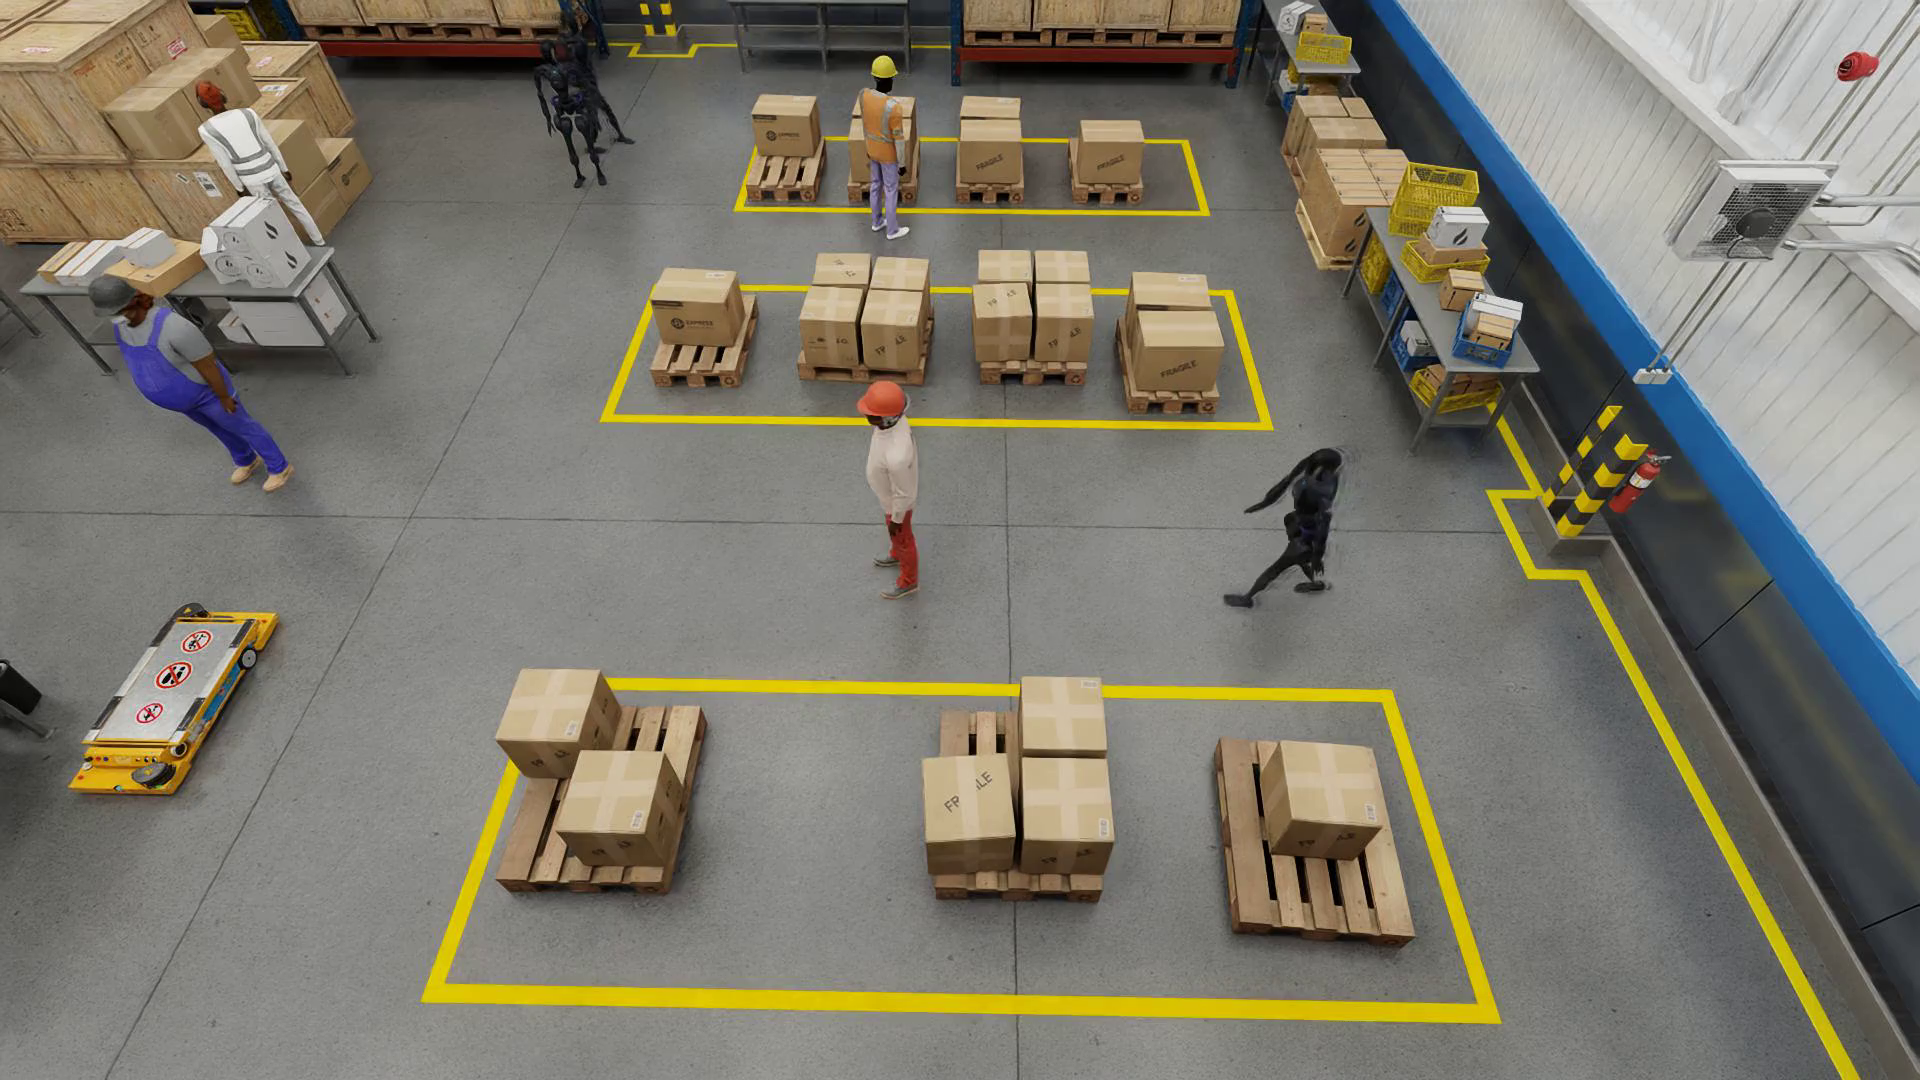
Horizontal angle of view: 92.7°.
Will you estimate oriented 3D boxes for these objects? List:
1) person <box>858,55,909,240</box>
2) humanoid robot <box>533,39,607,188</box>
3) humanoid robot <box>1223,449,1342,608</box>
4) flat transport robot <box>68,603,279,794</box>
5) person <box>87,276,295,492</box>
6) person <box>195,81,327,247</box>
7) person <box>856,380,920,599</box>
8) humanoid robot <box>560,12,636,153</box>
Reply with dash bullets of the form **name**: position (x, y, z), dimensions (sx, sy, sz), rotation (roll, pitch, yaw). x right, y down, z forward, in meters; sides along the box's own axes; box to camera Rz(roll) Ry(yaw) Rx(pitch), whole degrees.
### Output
- **person**: position (-0.795, -4.167, 9.816), dimensions (0.579, 1.919, 0.394), rotation (32, 57, 24)
- **humanoid robot**: position (-4.496, -4.903, 10.585), dimensions (0.609, 1.656, 0.315), rotation (-9, 50, -8)
- **humanoid robot**: position (2.462, -0.074, 6.545), dimensions (0.812, 1.628, 0.552), rotation (1, 50, 1)
- **flat transport robot**: position (-5.504, 1.072, 6.442), dimensions (0.652, 0.197, 1.431), rotation (1, 50, 1)
- **person**: position (-6.078, -1.196, 7.220), dimensions (0.679, 2.000, 0.536), rotation (12, 51, 10)
- **person**: position (-7.257, -3.773, 9.504), dimensions (0.360, 1.879, 0.573), rotation (29, 56, 22)
- **person**: position (-0.485, -0.339, 6.525), dimensions (0.386, 1.995, 0.621), rotation (-8, 50, -7)
- **humanoid robot**: position (-4.500, -5.559, 11.167), dimensions (0.569, 1.620, 0.627), rotation (-1, 50, -1)
